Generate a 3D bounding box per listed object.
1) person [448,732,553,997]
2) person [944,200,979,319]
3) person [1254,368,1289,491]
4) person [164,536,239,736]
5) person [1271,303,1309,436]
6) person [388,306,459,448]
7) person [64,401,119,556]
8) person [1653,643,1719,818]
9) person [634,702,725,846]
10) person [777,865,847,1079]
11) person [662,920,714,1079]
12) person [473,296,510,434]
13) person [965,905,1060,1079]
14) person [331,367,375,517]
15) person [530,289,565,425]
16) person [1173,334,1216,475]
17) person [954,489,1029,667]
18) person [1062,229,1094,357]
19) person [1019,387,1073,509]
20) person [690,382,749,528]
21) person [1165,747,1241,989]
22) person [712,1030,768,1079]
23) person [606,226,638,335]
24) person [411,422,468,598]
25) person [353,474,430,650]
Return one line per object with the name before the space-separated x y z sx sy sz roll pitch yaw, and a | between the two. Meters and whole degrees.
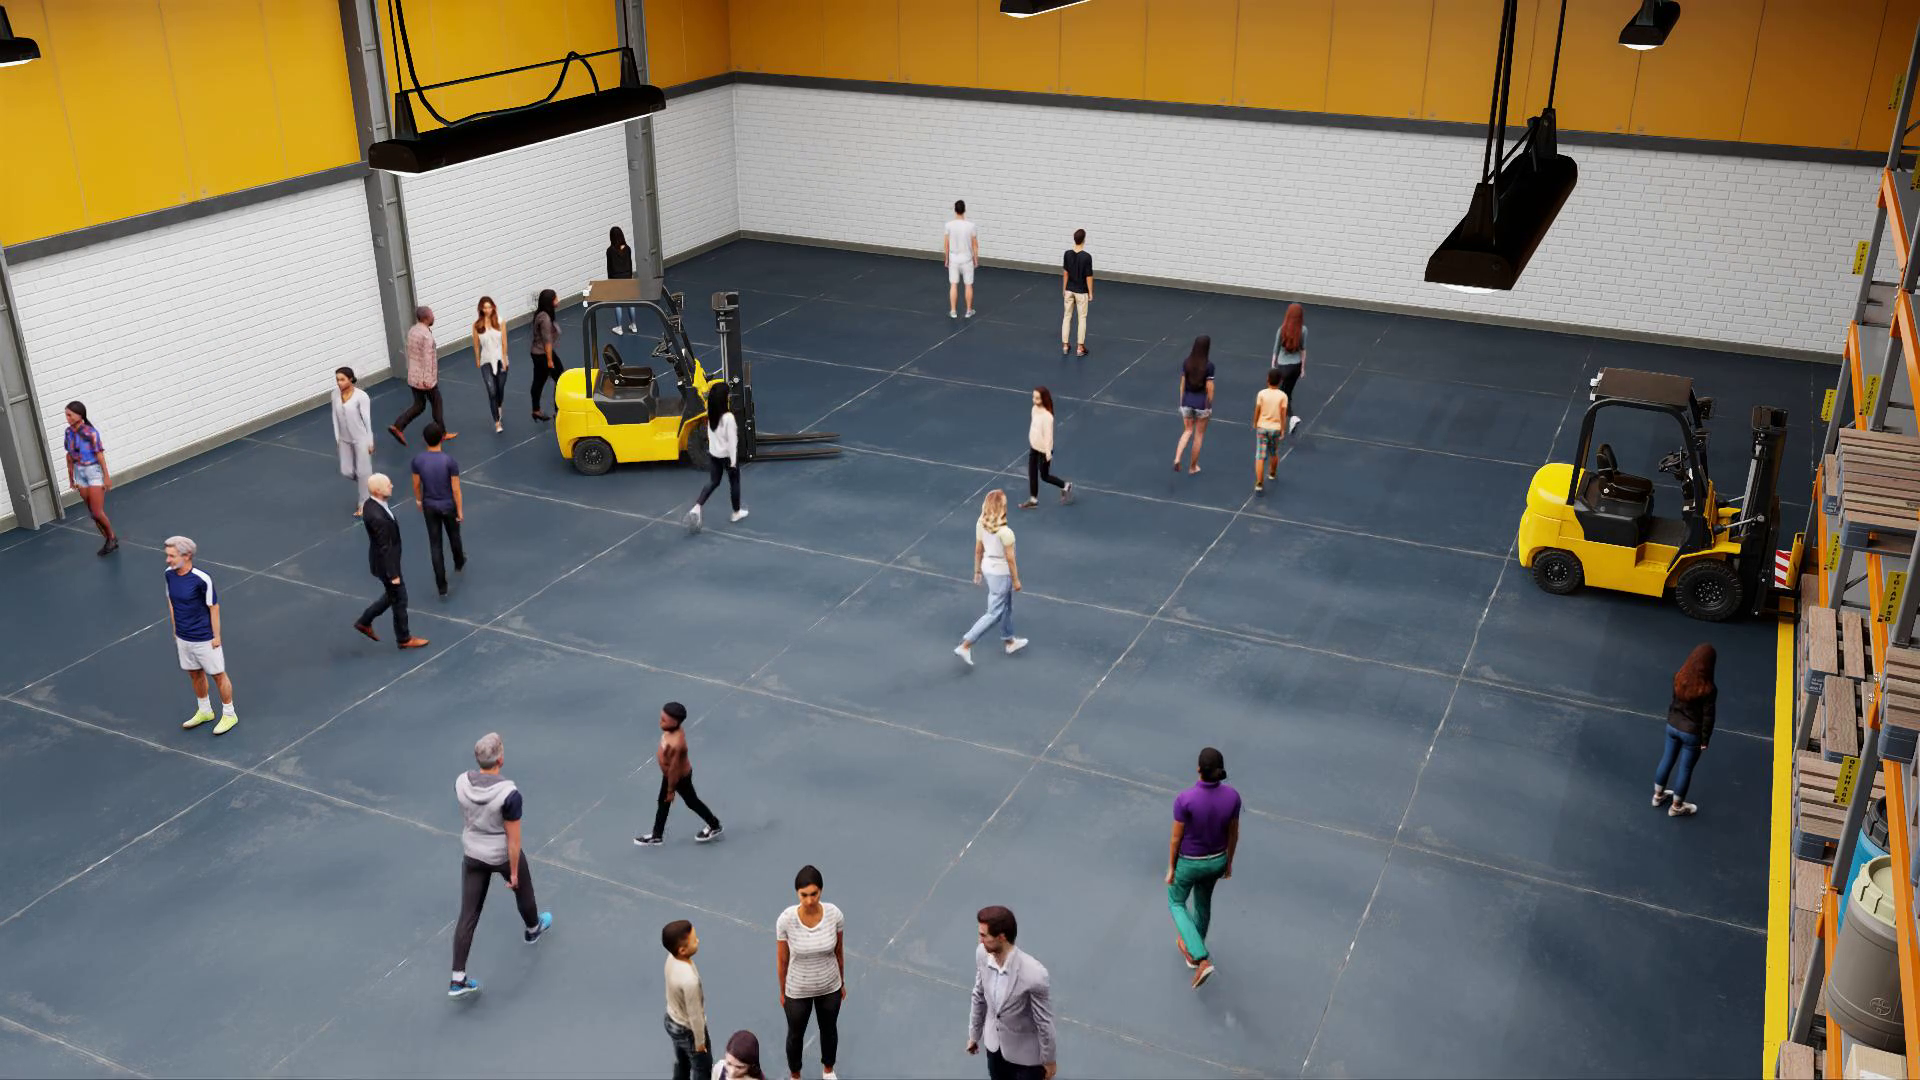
person | -3.197 2.208 11.167 0.841 1.773 1.328 6 24 14
person | 0.011 -4.437 26.271 0.753 1.852 0.689 2 24 4
person | 3.621 -1.265 19.544 0.691 1.428 1.022 4 24 10
person | -6.563 0.799 14.328 0.645 1.823 0.566 8 25 18
person | 4.198 -2.135 21.161 0.943 1.727 1.063 -5 24 -11
person | -6.796 -1.987 20.786 1.185 1.755 0.925 -22 32 -40
person | -9.247 -0.672 17.815 0.642 1.725 0.645 6 24 12
person | 5.750 1.490 13.176 0.655 1.481 0.626 -14 27 -28
person | -2.098 1.810 12.765 0.937 1.224 0.913 -6 24 -14
person | -0.909 2.708 10.182 0.657 1.646 0.700 -6 24 -13
person | -1.671 2.904 9.965 0.712 1.461 0.670 -13 27 -27
person | -6.030 -2.302 21.539 1.085 1.730 1.133 -8 25 -18
person | 0.374 2.896 9.550 0.885 1.808 0.732 13 27 27
person | -6.839 -1.171 18.960 0.742 1.722 0.889 5 24 10
person | -5.419 -2.340 21.518 0.889 1.816 0.828 -11 26 -24
person | 2.785 -1.566 19.826 0.623 1.752 0.793 14 27 29
person | 0.277 0.383 15.440 1.215 1.696 0.988 -16 29 -33
person | 1.716 -3.644 24.454 0.634 1.854 0.547 12 26 26
person | 0.988 -1.055 19.016 0.962 1.466 0.865 -11 26 -24
person | -2.704 -0.928 18.457 0.777 1.681 1.064 18 30 36
person | 1.635 2.218 11.166 0.955 1.757 1.035 -6 24 -14
person | -1.114 3.252 8.972 0.727 1.619 1.056 18 29 35
person | -5.197 -3.994 25.518 0.623 1.643 0.702 -12 26 -26
person | -5.305 -0.273 16.883 1.038 1.742 1.229 -2 24 -6
person | -5.484 0.235 15.666 1.042 1.785 0.984 -8 25 -18
